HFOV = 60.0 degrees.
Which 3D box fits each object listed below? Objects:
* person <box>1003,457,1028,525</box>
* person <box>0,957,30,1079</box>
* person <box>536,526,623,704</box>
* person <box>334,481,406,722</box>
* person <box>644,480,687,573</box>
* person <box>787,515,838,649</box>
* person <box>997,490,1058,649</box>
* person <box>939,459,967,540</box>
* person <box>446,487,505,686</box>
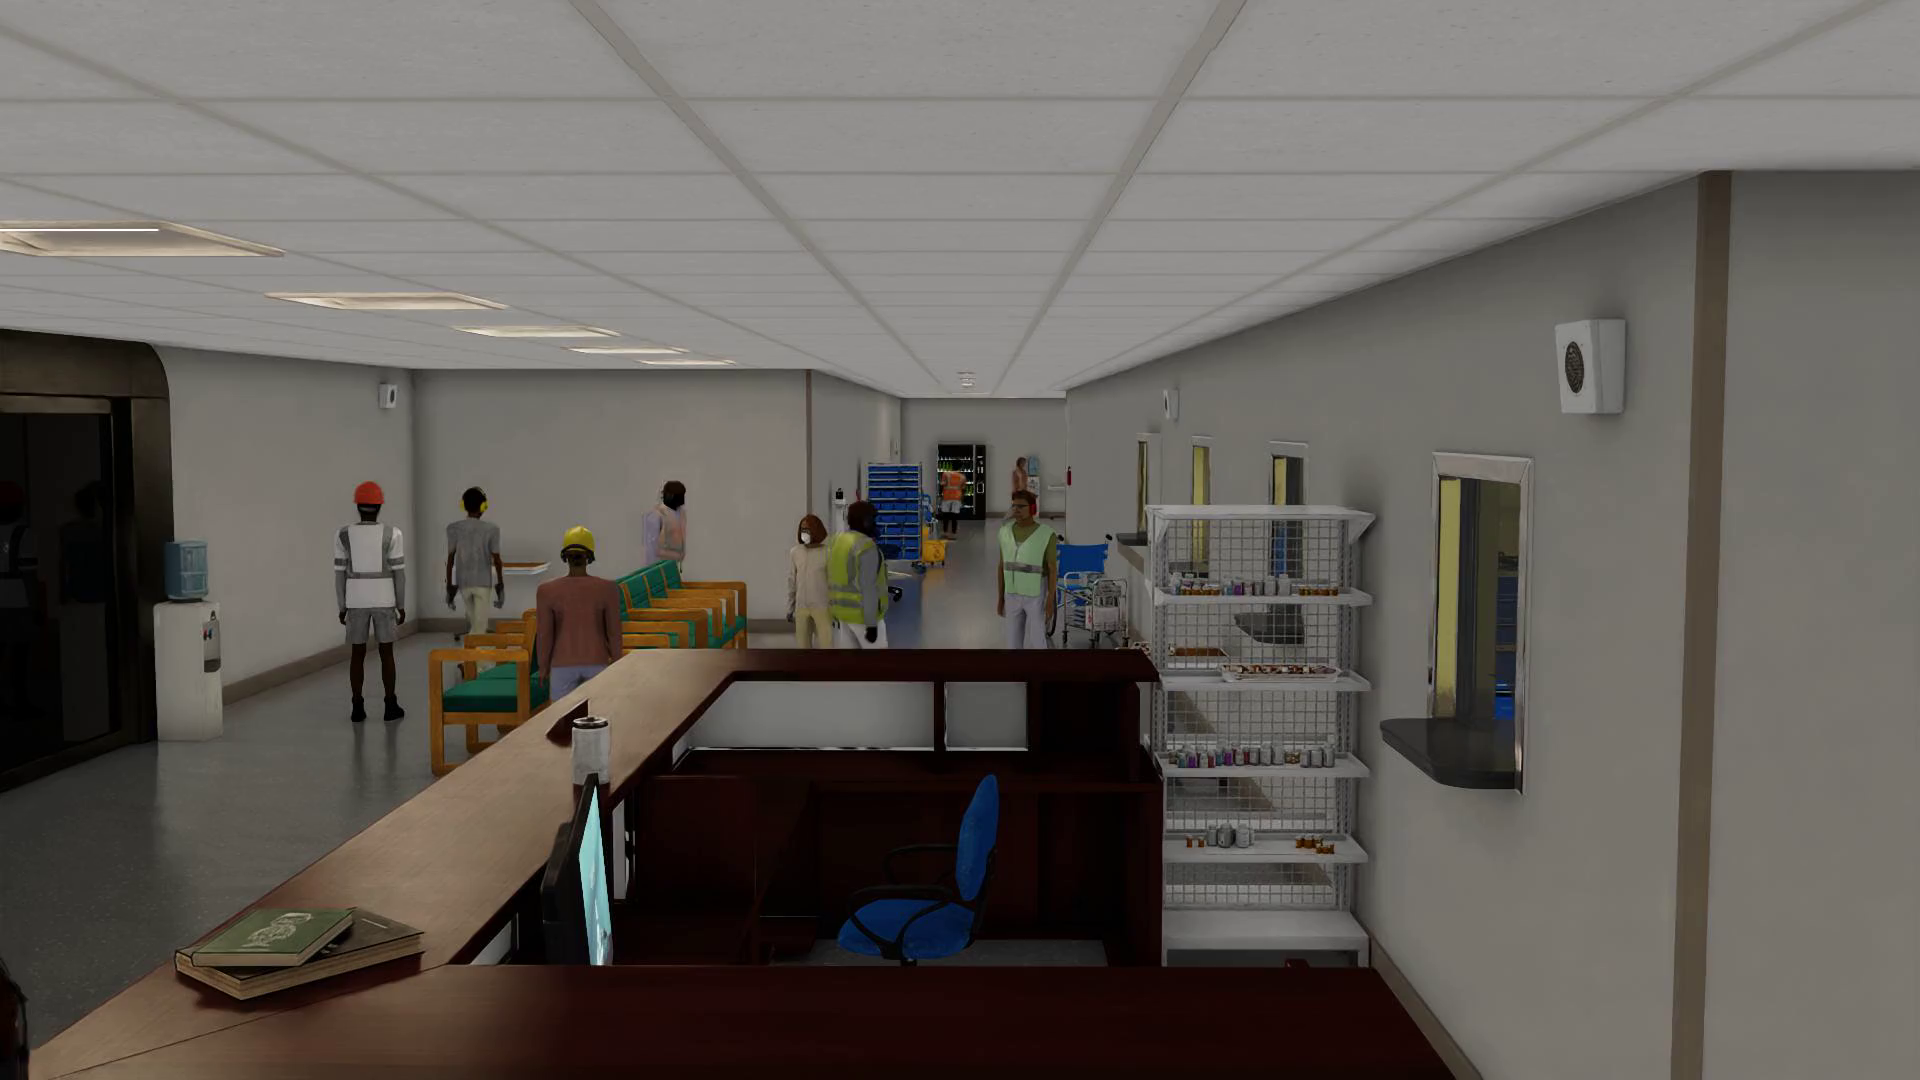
[{"bbox_3d":[1.322,-1.084,37.854,0.730,1.612,0.525,4,5,41],"label":"person"},{"bbox_3d":[-1.205,1.365,1.993,0.630,1.835,0.429,-2,5,-30],"label":"person"},{"bbox_3d":[-2.386,0.795,10.431,0.533,1.768,0.311,-1,4,-16],"label":"person"},{"bbox_3d":[-4.745,0.496,13.407,0.546,1.942,0.348,-1,4,-10],"label":"person"},{"bbox_3d":[-3.257,0.250,17.918,0.699,1.808,0.637,2,4,21],"label":"person"},{"bbox_3d":[-1.248,0.597,14.131,0.507,1.631,0.266,2,5,26],"label":"person"},{"bbox_3d":[0.572,0.494,14.090,0.564,1.847,0.395,3,5,34],"label":"person"},{"bbox_3d":[-0.152,-0.829,34.022,0.585,1.647,0.675,0,4,-5],"label":"person"},{"bbox_3d":[-4.428,0.433,15.100,0.509,1.840,0.878,0,4,6],"label":"person"}]
